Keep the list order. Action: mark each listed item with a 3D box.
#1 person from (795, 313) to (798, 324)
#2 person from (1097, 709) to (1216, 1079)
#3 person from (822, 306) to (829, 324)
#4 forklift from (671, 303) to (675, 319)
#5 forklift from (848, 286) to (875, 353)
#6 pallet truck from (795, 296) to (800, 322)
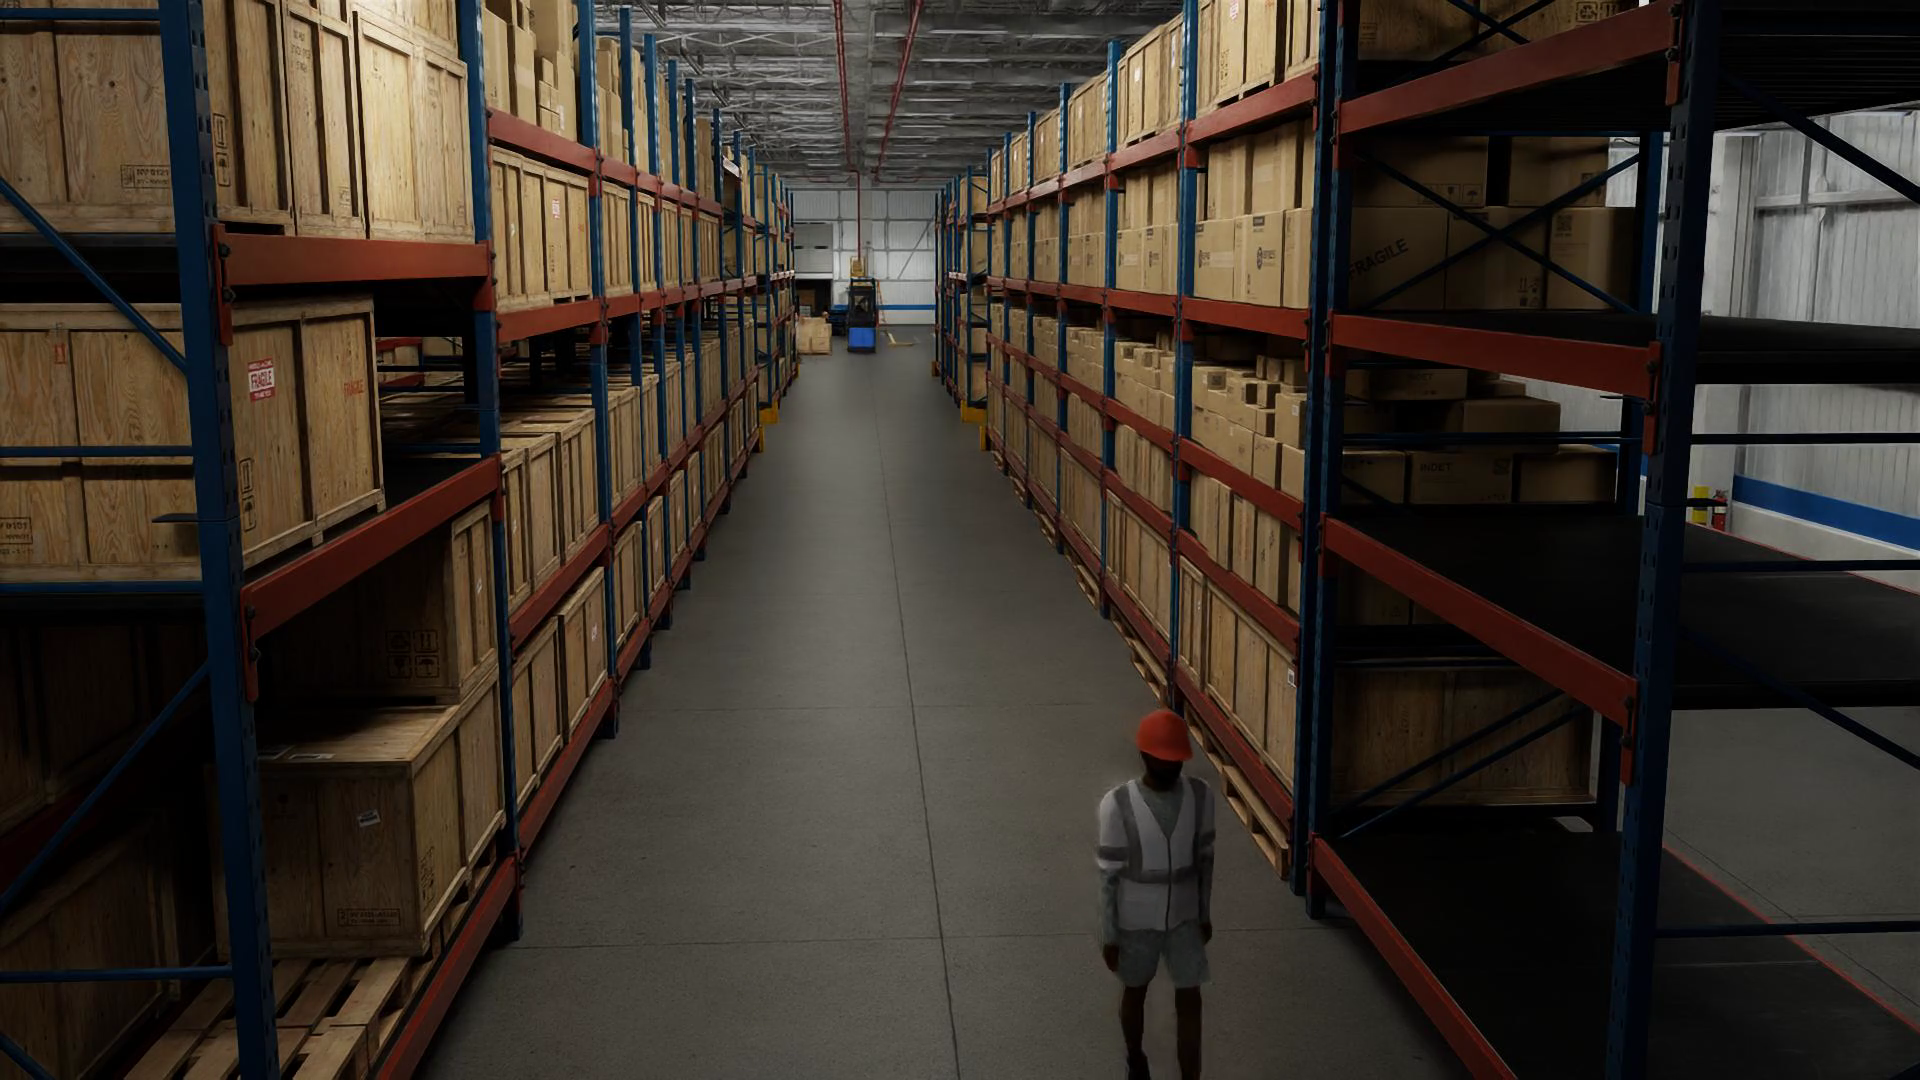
[{"bbox_3d":[-7.347,-9.253,72.549,0.635,1.936,0.354,5,11,29],"label":"person"},{"bbox_3d":[0.904,1.690,7.261,0.578,1.906,0.869,-2,10,-13],"label":"person"},{"bbox_3d":[-6.574,-10.586,81.257,0.321,1.689,0.530,-4,10,-23],"label":"person"},{"bbox_3d":[-9.939,-6.977,56.144,1.129,2.768,1.873,3,10,15],"label":"forklift"},{"bbox_3d":[-4.131,-9.270,69.840,1.129,2.768,1.873,-1,10,-3],"label":"forklift"},{"bbox_3d":[-8.622,-12.439,91.403,1.885,1.965,0.823,2,10,13],"label":"pallet truck"}]
